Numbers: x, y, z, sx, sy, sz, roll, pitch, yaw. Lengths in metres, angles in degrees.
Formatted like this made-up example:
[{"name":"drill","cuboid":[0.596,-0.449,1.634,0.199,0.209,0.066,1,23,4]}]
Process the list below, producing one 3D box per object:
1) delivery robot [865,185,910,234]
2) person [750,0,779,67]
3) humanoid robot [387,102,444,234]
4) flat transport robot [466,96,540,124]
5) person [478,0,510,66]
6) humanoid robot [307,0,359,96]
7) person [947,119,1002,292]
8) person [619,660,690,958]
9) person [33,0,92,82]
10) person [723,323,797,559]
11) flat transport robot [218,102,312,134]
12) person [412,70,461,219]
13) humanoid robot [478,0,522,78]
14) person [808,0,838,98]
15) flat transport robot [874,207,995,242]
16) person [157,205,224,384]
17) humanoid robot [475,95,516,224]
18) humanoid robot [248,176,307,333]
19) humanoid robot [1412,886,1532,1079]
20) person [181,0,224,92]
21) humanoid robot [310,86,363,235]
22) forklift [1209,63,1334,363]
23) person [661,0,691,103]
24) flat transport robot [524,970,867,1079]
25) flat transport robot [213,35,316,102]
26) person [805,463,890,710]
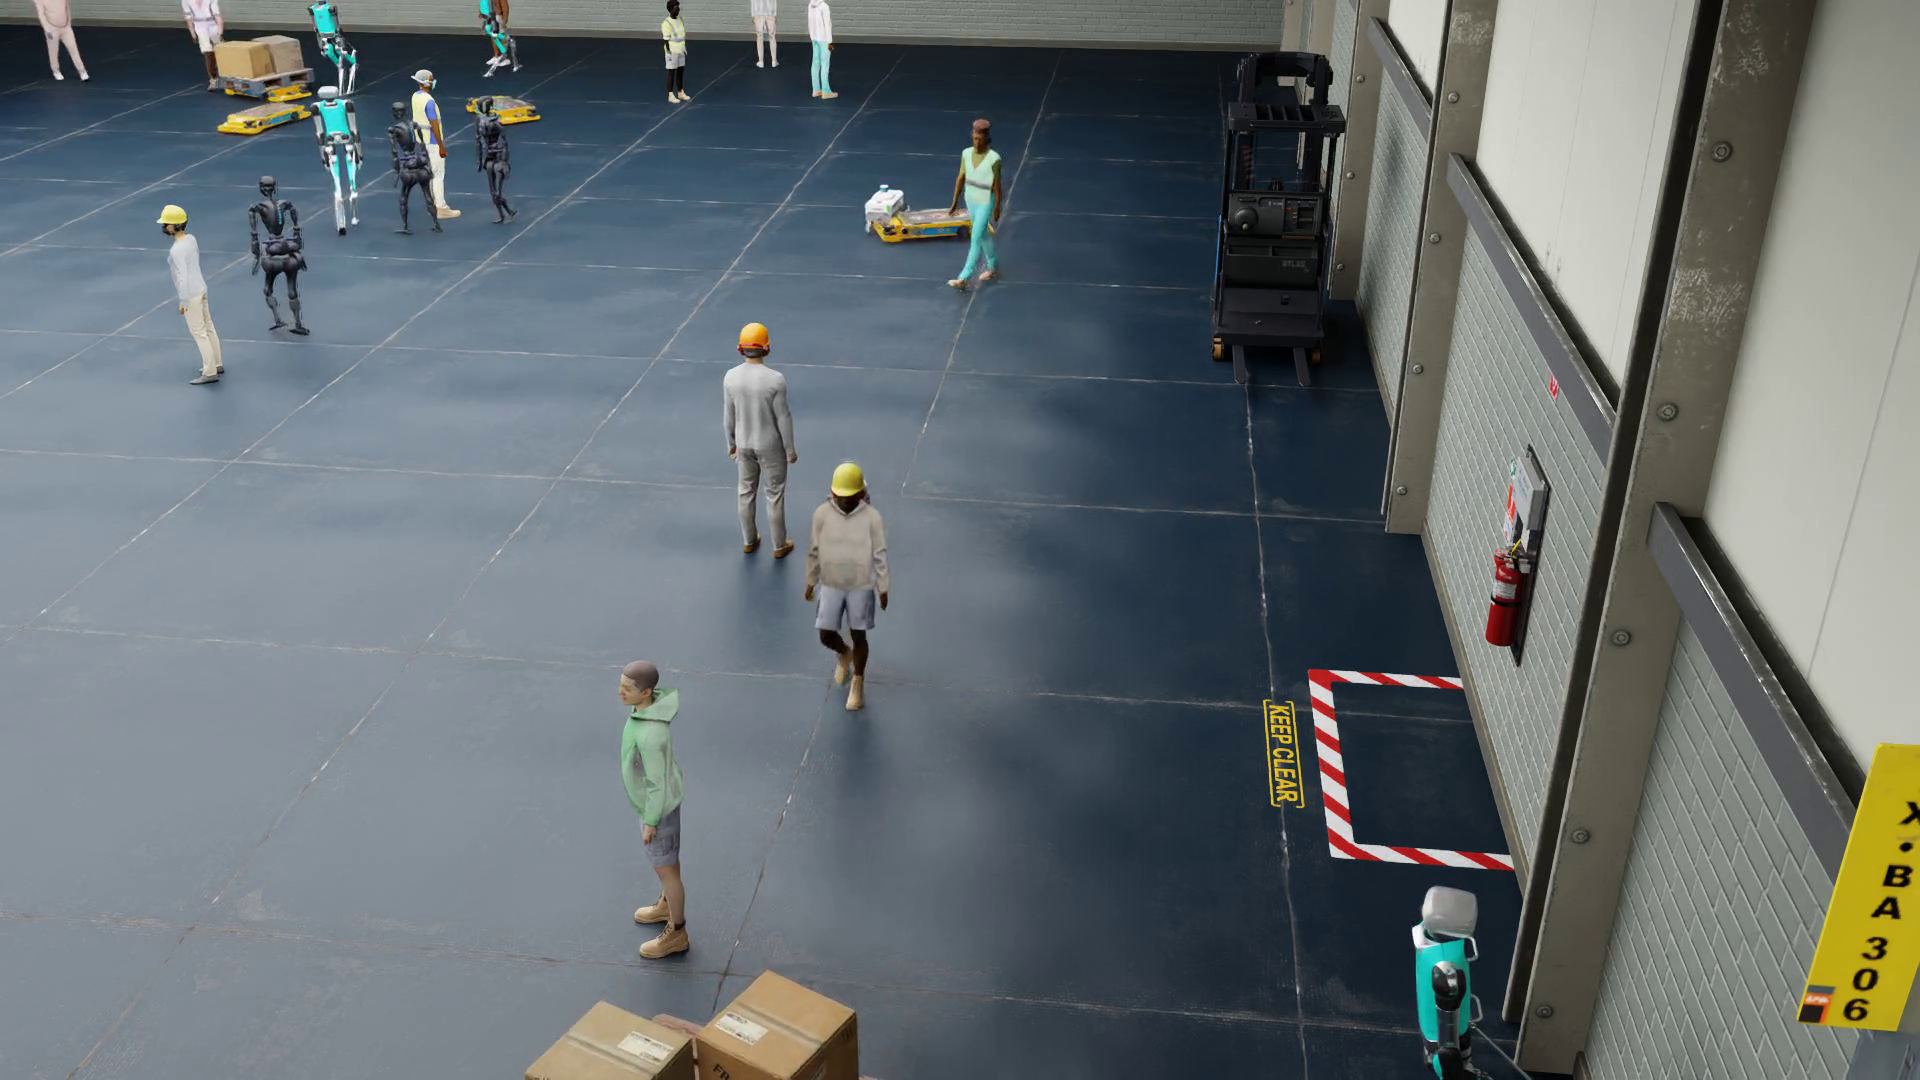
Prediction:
[{"name":"delivery robot","cuboid":[-0.958,-4.239,21.296,0.499,0.608,0.811,6,27,12]},{"name":"person","cuboid":[-3.612,-9.697,30.704,0.504,1.874,0.388,-4,27,-7]},{"name":"humanoid robot","cuboid":[-6.901,-4.675,20.918,0.551,1.630,0.615,13,30,25]},{"name":"flat transport robot","cuboid":[-7.473,-7.030,27.173,0.659,0.231,1.431,-19,32,-33]},{"name":"person","cuboid":[-8.634,-9.790,30.910,0.777,1.856,0.396,18,32,31]},{"name":"humanoid robot","cuboid":[-10.572,-8.378,28.303,0.542,1.836,0.773,7,28,14]},{"name":"person","cuboid":[0.175,-3.798,18.877,0.505,1.916,1.059,20,33,34]},{"name":"person","cuboid":[-1.598,1.390,8.719,0.342,1.743,0.475,-6,27,-11]},{"name":"person","cuboid":[-15.976,-9.072,29.480,1.013,1.852,0.638,19,32,32]},{"name":"person","cuboid":[-1.542,-0.759,12.850,0.569,1.889,0.389,7,28,15]},{"name":"flat transport robot","cuboid":[-11.133,-6.764,26.641,0.659,0.231,1.431,9,28,17]},{"name":"person","cuboid":[-6.856,-5.127,21.564,0.387,1.891,0.548,-21,33,-36]},{"name":"humanoid robot","cuboid":[-8.285,-9.281,30.086,1.018,1.783,0.530,-20,33,-34]},{"name":"person","cuboid":[-2.360,-8.499,28.268,0.350,1.914,0.498,-23,35,-38]},{"name":"flat transport robot","cuboid":[-0.331,-4.007,21.138,1.431,0.231,0.659,-6,27,-12]},{"name":"person","cuboid":[-7.523,-2.402,16.256,0.294,1.772,0.532,-3,27,-6]},{"name":"humanoid robot","cuboid":[-5.957,-4.858,21.257,0.612,1.642,0.339,18,32,31]},{"name":"humanoid robot","cuboid":[-7.179,-3.001,17.575,0.522,1.627,0.618,20,33,34]},{"name":"humanoid robot","cuboid":[2.207,2.213,6.978,0.745,1.693,0.535,3,27,7]},{"name":"person","cuboid":[-13.089,-8.833,28.886,0.614,1.975,1.055,-9,28,-17]},{"name":"humanoid robot","cuboid":[-7.847,-4.740,21.029,0.553,1.839,0.876,-6,27,-11]},{"name":"forklift","cuboid":[3.241,-3.477,17.183,1.129,2.768,1.873,3,27,6]},{"name":"person","cuboid":[-4.786,-8.223,27.967,0.322,1.688,0.528,13,29,24]},{"name":"flat transport robot","cuboid":[-1.069,2.830,7.490,0.659,0.231,1.431,11,29,21]},{"name":"flat transport robot","cuboid":[-11.894,-7.726,28.563,1.431,0.231,0.659,16,31,28]},{"name":"person","cuboid":[-0.739,0.287,10.906,0.575,1.748,0.436,2,27,5]}]
